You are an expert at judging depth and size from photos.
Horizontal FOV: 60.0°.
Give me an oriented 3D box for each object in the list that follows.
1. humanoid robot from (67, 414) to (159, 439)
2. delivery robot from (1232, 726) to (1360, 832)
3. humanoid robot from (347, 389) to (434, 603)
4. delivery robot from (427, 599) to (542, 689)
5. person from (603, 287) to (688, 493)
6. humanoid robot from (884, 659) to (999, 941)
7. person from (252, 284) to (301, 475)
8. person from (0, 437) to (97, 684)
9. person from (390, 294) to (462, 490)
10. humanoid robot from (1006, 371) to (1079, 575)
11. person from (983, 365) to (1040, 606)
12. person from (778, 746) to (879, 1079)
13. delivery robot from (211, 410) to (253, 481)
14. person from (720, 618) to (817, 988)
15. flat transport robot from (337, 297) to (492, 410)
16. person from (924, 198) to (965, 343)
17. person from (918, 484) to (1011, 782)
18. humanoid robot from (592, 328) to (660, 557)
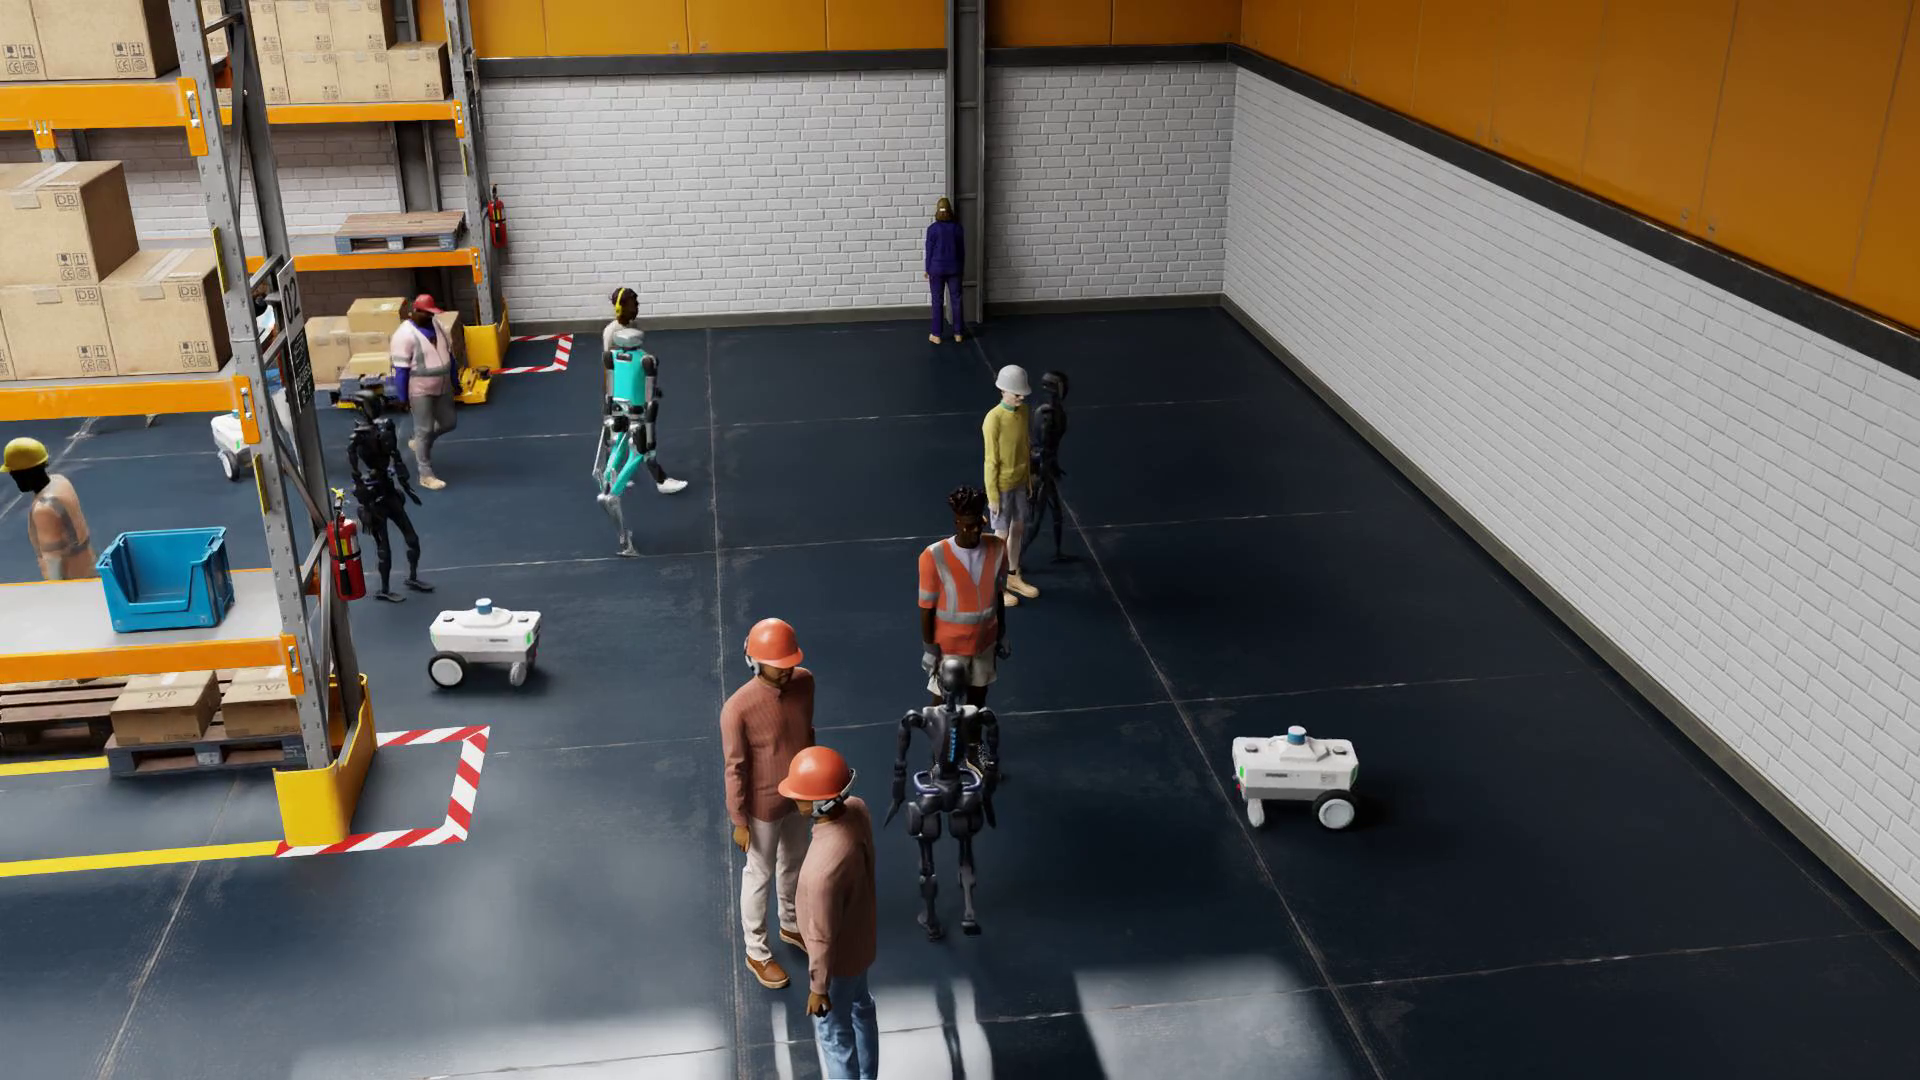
[{"bbox_3d":[-8.084,-1.813,15.742,0.987,1.778,0.530,-8,25,-18],"label":"humanoid robot"},{"bbox_3d":[2.009,1.396,9.870,0.773,0.602,0.523,1,24,3],"label":"delivery robot"},{"bbox_3d":[-4.268,-0.326,12.372,0.391,1.650,0.599,7,25,16],"label":"humanoid robot"},{"bbox_3d":[-3.268,0.693,11.451,0.747,0.586,0.521,0,24,1],"label":"delivery robot"},{"bbox_3d":[-2.779,-1.290,14.395,0.926,1.826,0.528,5,24,12],"label":"person"},{"bbox_3d":[-0.088,1.366,8.537,0.596,1.649,0.429,-4,24,-9],"label":"humanoid robot"},{"bbox_3d":[-6.056,-1.385,14.612,0.640,1.832,0.431,8,25,18],"label":"person"},{"bbox_3d":[-5.847,0.227,10.832,0.424,1.912,0.631,-7,25,-16],"label":"person"},{"bbox_3d":[-4.708,-1.328,14.611,0.568,1.724,0.685,12,26,25],"label":"person"},{"bbox_3d":[0.624,-0.524,12.886,0.583,1.659,0.605,4,24,9],"label":"humanoid robot"},{"bbox_3d":[0.354,-0.411,12.342,0.411,1.878,0.489,18,29,35],"label":"person"},{"bbox_3d":[-0.553,1.768,7.239,0.403,1.986,0.610,5,24,11],"label":"person"},{"bbox_3d":[-6.479,-0.883,15.075,0.503,0.613,0.784,-19,30,-36],"label":"delivery robot"},{"bbox_3d":[-0.905,1.287,8.319,0.387,1.992,0.623,17,29,34],"label":"person"},{"bbox_3d":[-5.537,-1.551,16.930,1.431,0.231,0.659,-3,24,-8],"label":"flat transport robot"},{"bbox_3d":[-0.175,-3.007,18.562,0.454,1.619,0.361,-6,24,-13],"label":"person"},{"bbox_3d":[0.033,0.590,9.944,0.600,1.966,0.368,-13,27,-28],"label":"person"},{"bbox_3d":[-2.751,-0.731,13.247,0.590,1.775,0.865,14,27,29],"label":"humanoid robot"}]
